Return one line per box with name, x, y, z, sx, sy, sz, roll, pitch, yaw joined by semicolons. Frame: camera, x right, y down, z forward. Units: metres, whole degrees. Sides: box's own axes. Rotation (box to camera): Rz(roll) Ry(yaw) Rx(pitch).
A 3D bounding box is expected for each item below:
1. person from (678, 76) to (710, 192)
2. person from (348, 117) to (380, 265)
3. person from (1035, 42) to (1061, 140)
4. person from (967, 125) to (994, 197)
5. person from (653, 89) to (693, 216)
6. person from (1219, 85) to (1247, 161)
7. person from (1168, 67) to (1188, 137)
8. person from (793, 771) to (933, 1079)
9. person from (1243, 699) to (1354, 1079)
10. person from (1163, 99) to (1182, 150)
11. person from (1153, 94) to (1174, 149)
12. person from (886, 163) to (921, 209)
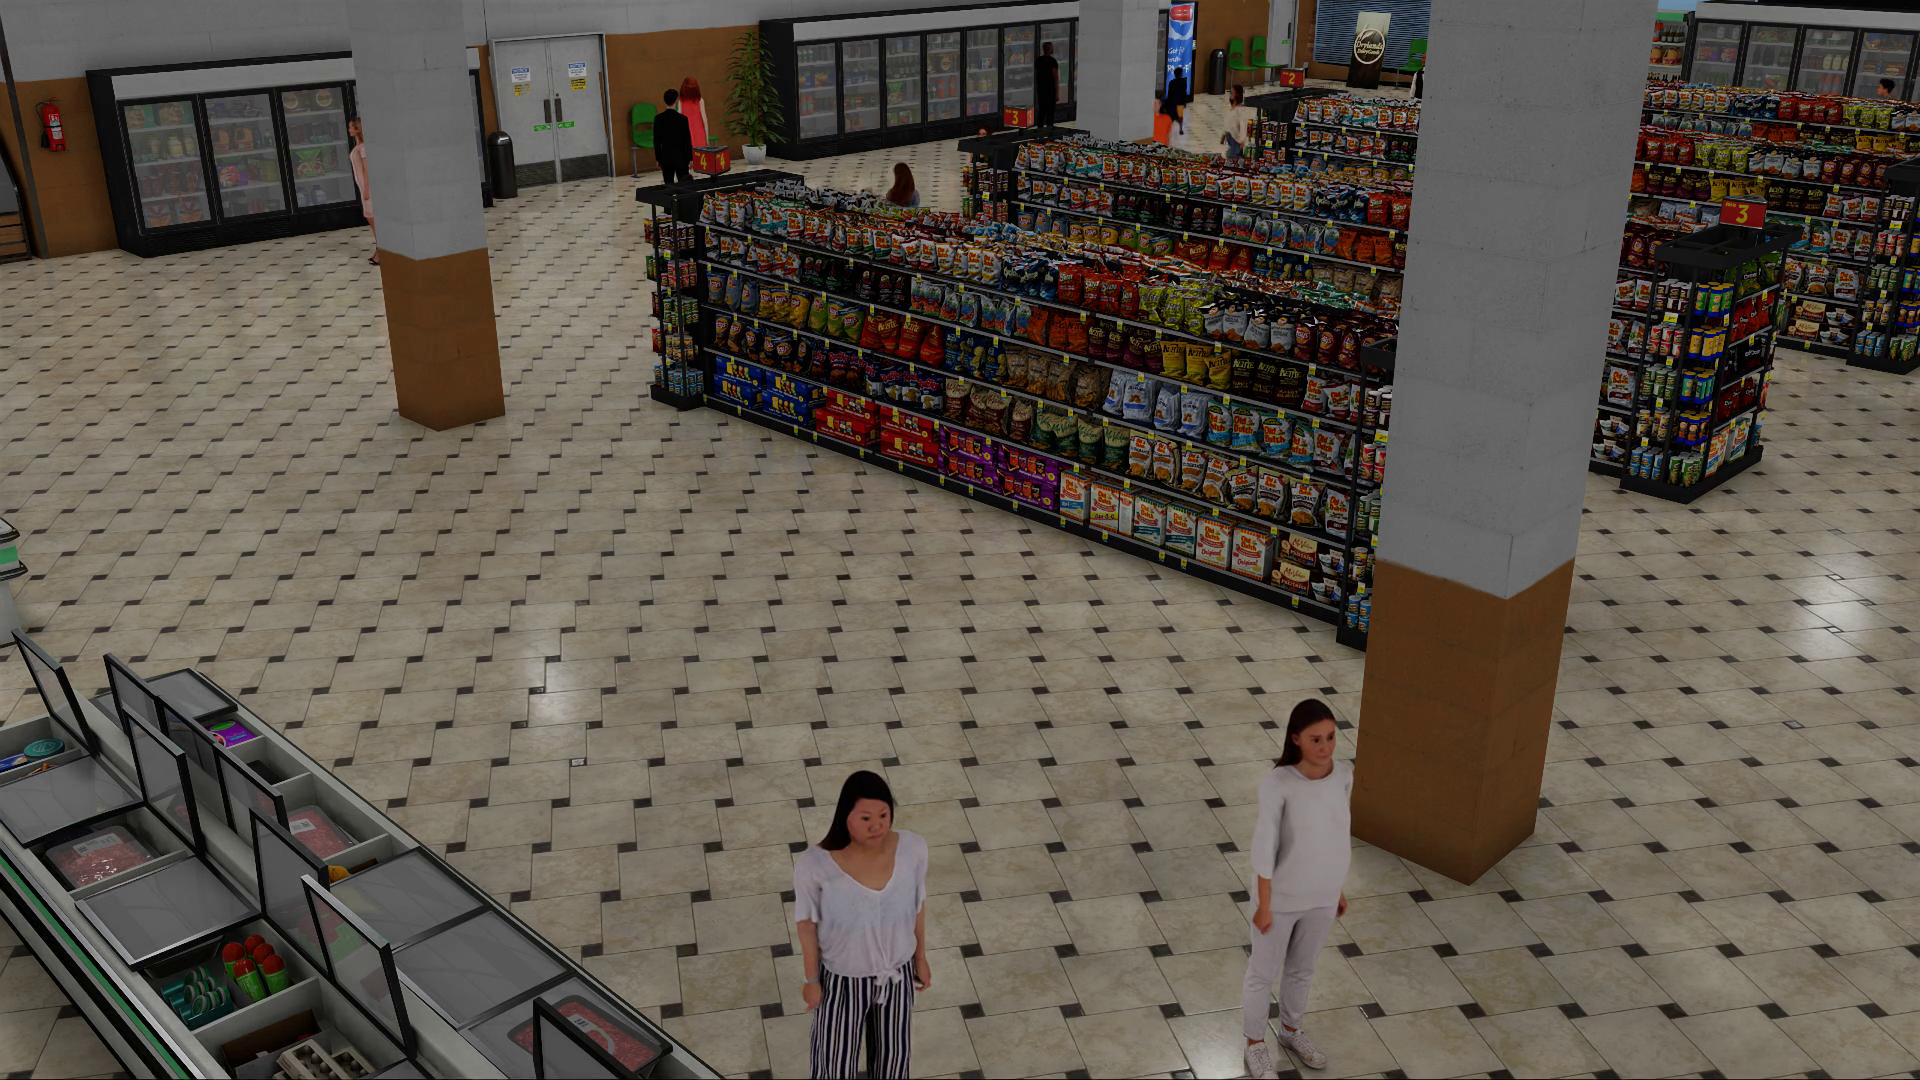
person;-4.048;-6.107;25.266;0.644;1.827;0.733;3;22;8
person;-7.499;-4.423;21.071;0.699;1.829;0.576;-8;23;-20
person;1.591;-8.187;30.454;0.495;1.819;0.727;19;29;39
person;0.313;-4.419;21.201;0.581;1.726;0.703;8;23;20
person;-4.001;-5.339;23.266;0.770;1.893;0.847;2;22;5
person;4.322;-6.117;25.536;1.065;1.645;1.079;-4;22;-9
person;4.115;-8.321;31.520;0.590;1.271;0.669;5;23;13
person;-0.360;1.608;6.262;0.772;1.681;0.763;-8;23;-20
person;1.359;1.410;6.746;0.666;1.688;0.654;-9;24;-22
person;3.090;-5.593;24.251;0.787;1.630;0.746;2;22;4
person;2.829;-5.585;24.096;0.892;1.731;0.957;-1;22;-4
person;-0.666;-3.318;18.534;0.716;1.671;0.785;14;26;31
